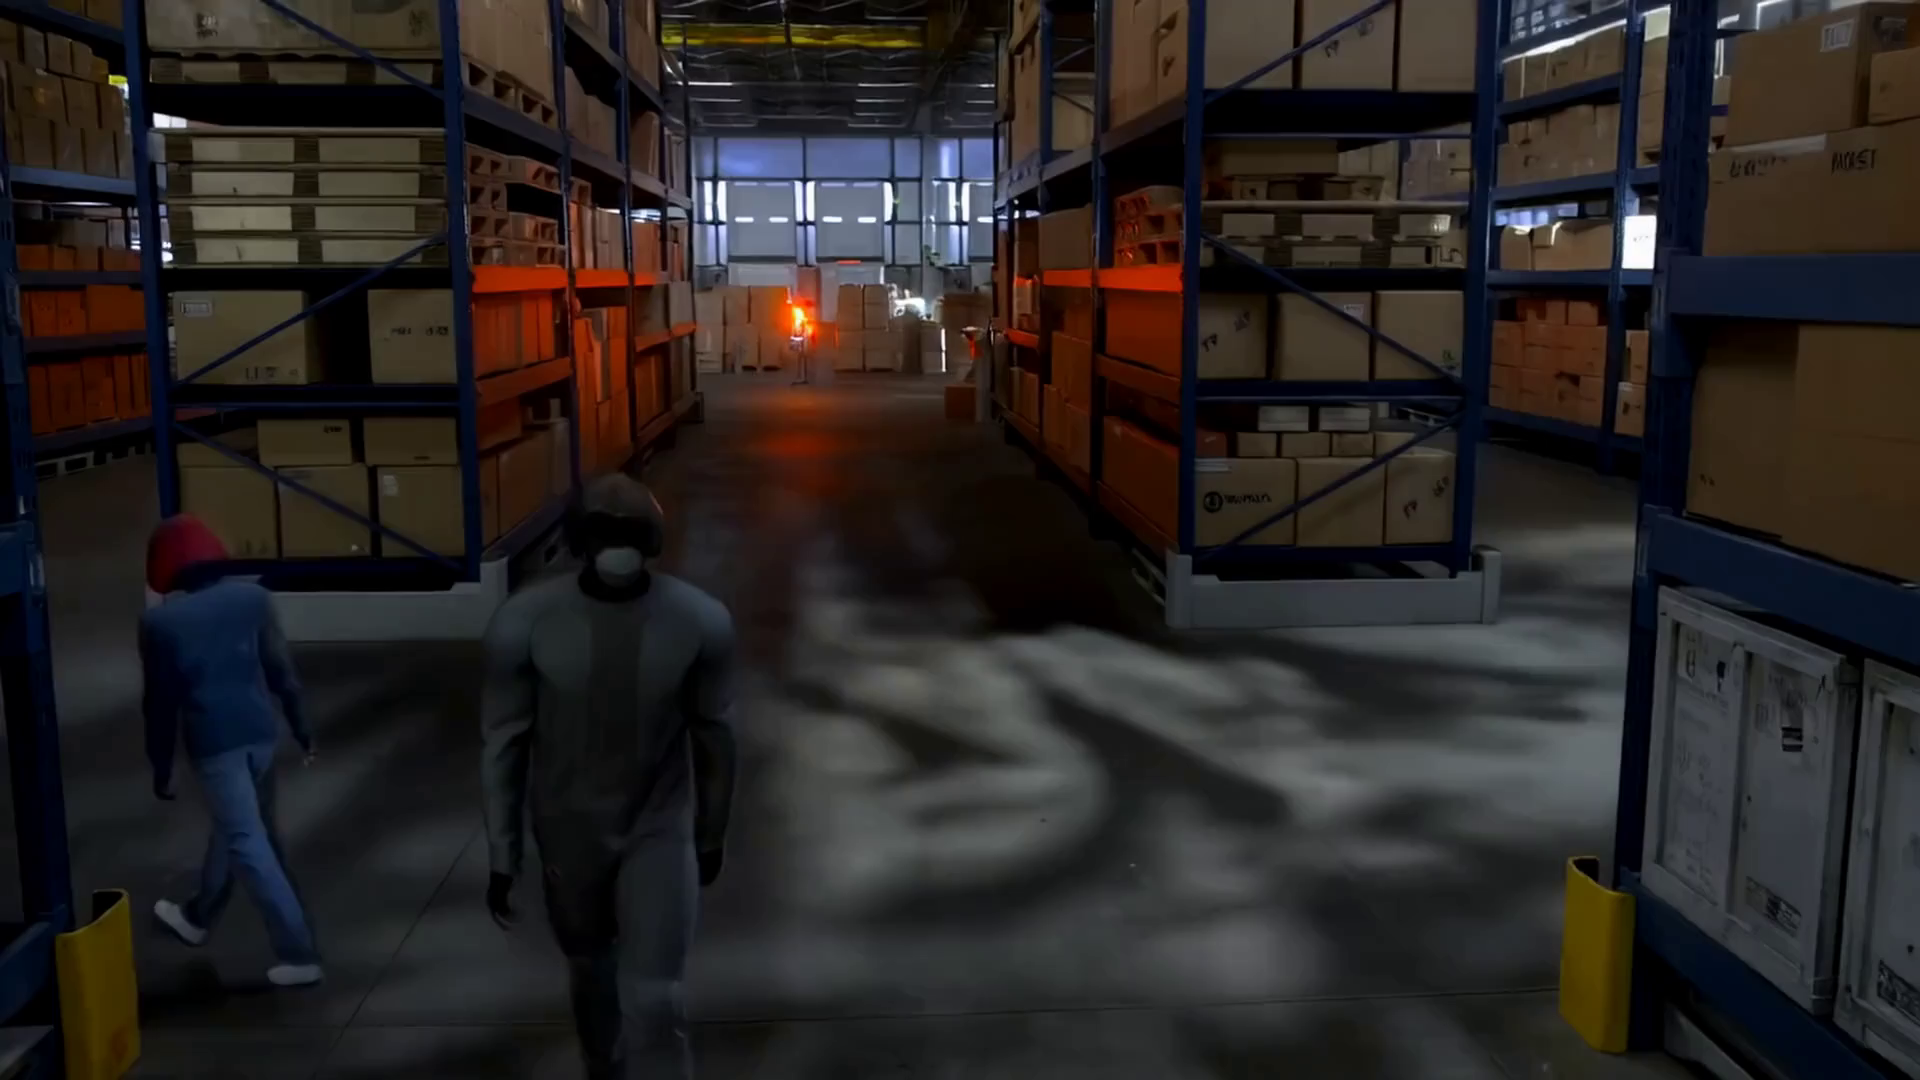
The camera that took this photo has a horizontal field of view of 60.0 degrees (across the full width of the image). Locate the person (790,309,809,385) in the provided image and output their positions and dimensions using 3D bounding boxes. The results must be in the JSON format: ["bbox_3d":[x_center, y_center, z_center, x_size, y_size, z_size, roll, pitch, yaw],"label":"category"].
[{"bbox_3d":[-3.456,-4.171,35.910,0.514,1.637,0.315,9,13,44],"label":"person"}]

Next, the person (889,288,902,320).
[{"bbox_3d":[-2.296,-7.808,57.861,0.636,1.927,0.386,3,10,20],"label":"person"}]

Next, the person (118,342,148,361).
[{"bbox_3d":[-14.179,-3.108,28.633,0.595,1.837,0.999,1,9,5],"label":"person"}]

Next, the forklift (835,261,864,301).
[{"bbox_3d":[-3.568,-7.636,53.777,1.129,2.768,1.873,-1,9,-5],"label":"forklift"}]

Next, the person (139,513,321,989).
[{"bbox_3d":[-2.467,0.690,5.567,0.877,1.572,0.538,4,10,25],"label":"person"}]

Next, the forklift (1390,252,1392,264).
[{"bbox_3d":[8.545,-4.615,34.810,1.129,2.768,1.873,-1,9,-4],"label":"forklift"}]

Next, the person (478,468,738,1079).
[{"bbox_3d":[-0.867,0.761,4.189,0.638,1.885,1.038,-1,9,-9],"label":"person"}]

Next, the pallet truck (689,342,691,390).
[{"bbox_3d":[-5.225,-3.008,27.480,1.885,1.965,0.823,2,9,14],"label":"pallet truck"}]
